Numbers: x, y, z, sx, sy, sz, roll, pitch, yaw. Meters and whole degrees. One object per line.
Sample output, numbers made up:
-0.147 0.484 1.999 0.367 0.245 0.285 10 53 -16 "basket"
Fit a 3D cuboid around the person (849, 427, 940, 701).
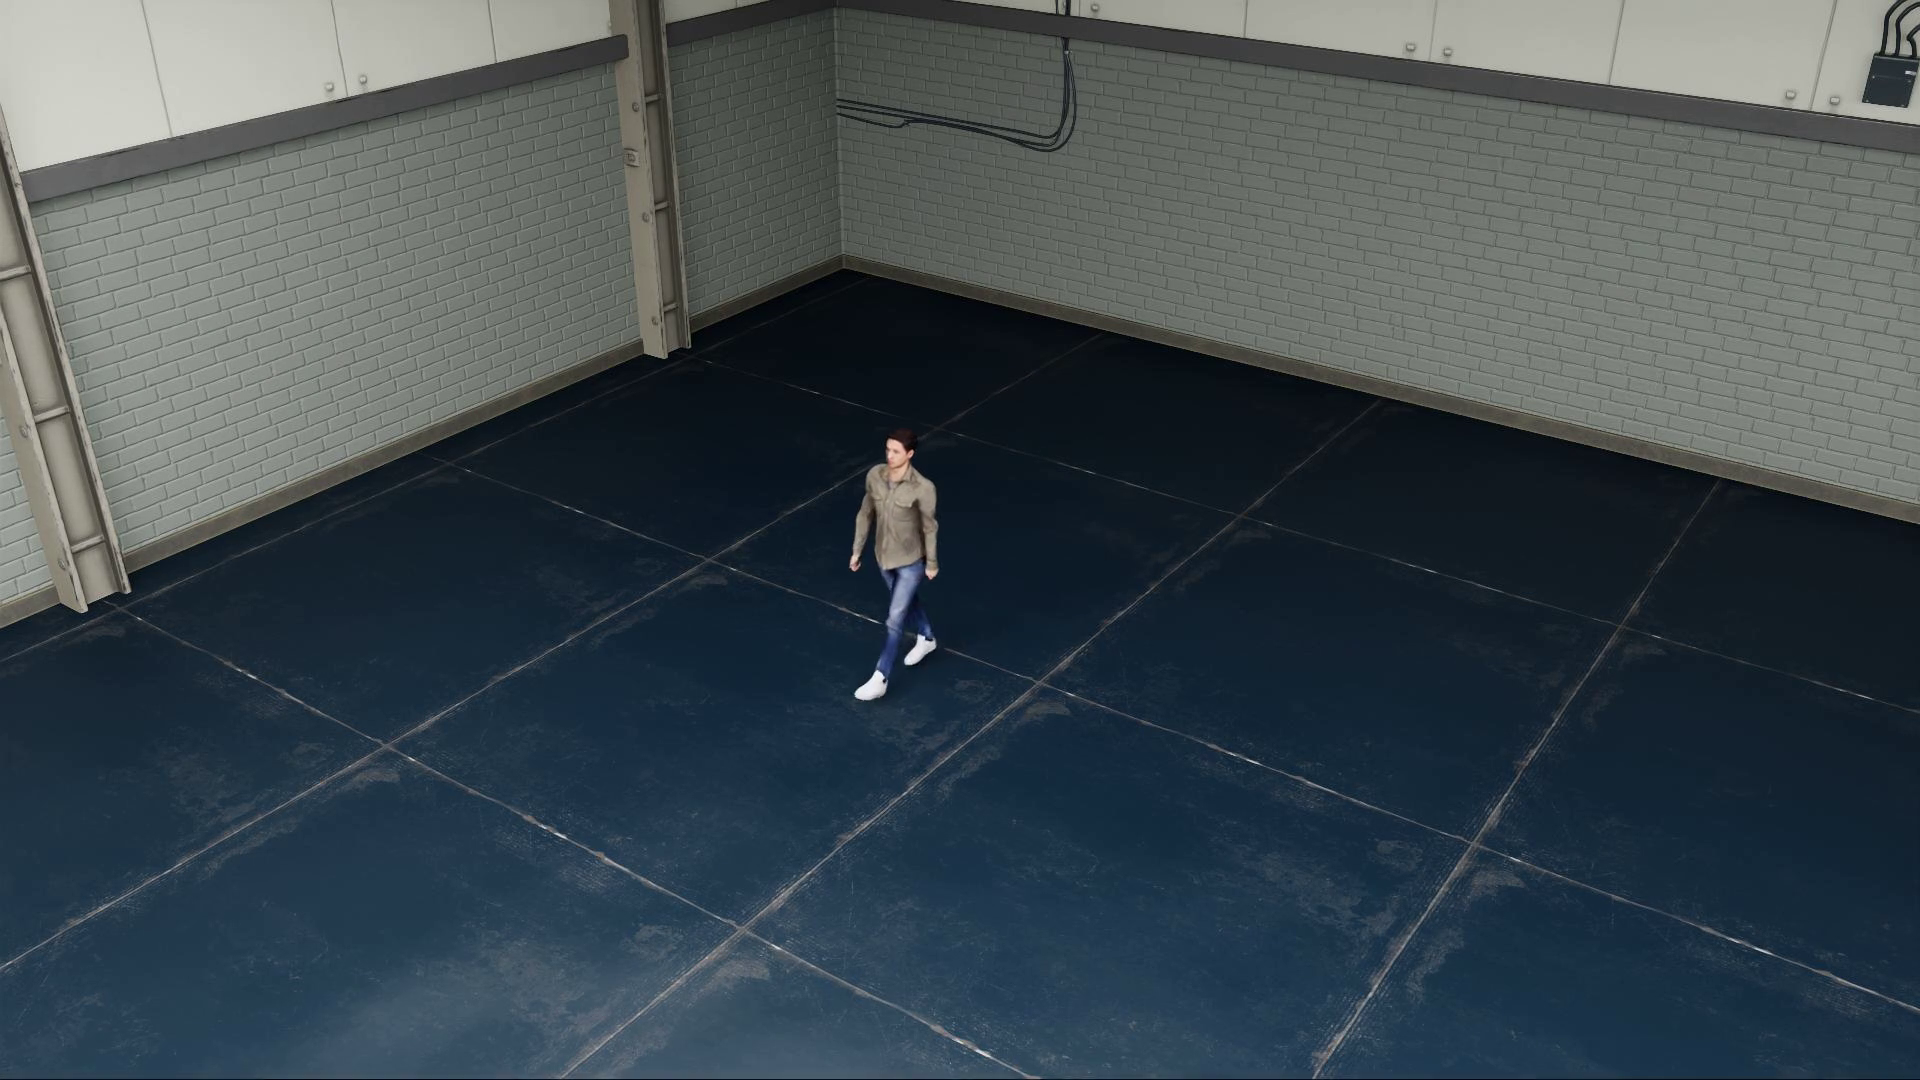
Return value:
-0.334 0.094 10.891 0.771 1.817 1.176 22 35 35 "person"
